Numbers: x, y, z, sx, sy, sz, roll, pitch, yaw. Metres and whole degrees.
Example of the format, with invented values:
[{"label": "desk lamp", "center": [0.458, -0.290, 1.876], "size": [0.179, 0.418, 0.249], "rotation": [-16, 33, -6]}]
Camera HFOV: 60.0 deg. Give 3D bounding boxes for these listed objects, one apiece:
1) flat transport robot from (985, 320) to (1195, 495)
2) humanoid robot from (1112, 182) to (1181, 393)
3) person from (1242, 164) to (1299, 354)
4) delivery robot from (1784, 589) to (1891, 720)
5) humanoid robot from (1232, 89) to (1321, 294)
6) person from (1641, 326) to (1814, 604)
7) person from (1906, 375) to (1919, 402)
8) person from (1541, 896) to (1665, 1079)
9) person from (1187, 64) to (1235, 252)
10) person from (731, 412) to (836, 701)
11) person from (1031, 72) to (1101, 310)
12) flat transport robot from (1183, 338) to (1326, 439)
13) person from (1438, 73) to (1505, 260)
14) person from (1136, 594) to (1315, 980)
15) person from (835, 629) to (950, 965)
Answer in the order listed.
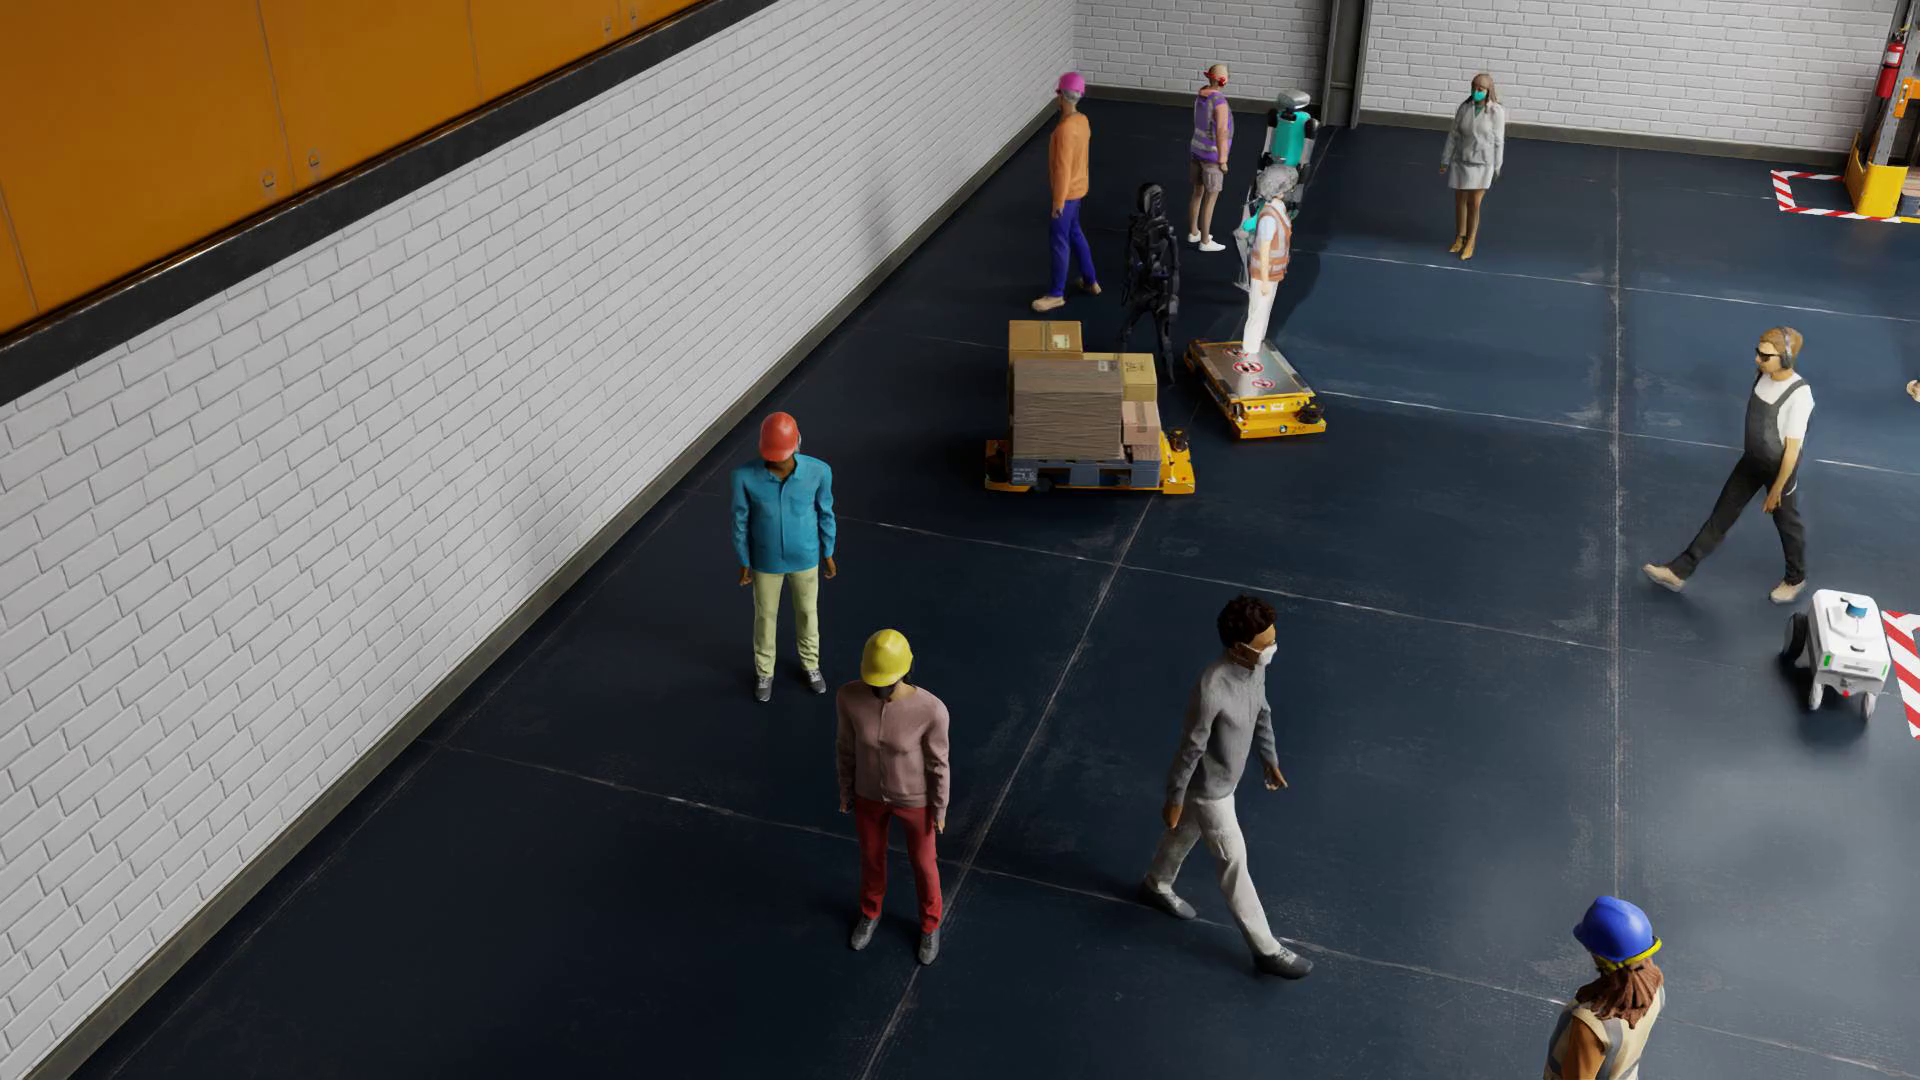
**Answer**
[{"label": "flat transport robot", "center": [0.892, -0.559, 11.576], "size": [1.431, 0.231, 0.659], "rotation": [1, 30, 2]}, {"label": "humanoid robot", "center": [1.399, -1.858, 12.418], "size": [0.597, 1.637, 0.608], "rotation": [-21, 37, -32]}, {"label": "person", "center": [2.359, -2.041, 12.693], "size": [0.300, 1.688, 0.453], "rotation": [11, 32, 17]}, {"label": "delivery robot", "center": [4.964, 0.599, 9.340], "size": [0.499, 0.610, 0.814], "rotation": [10, 32, 16]}, {"label": "humanoid robot", "center": [2.505, -2.860, 14.103], "size": [1.005, 1.778, 0.531], "rotation": [-21, 36, -32]}, {"label": "person", "center": [4.762, -0.421, 9.851], "size": [1.029, 1.784, 0.560], "rotation": [-6, 31, -9]}, {"label": "person", "center": [7.457, -1.872, 12.235], "size": [0.521, 1.866, 0.391], "rotation": [9, 32, 15]}, {"label": "person", "center": [2.172, 1.953, 5.818], "size": [0.461, 1.772, 0.318], "rotation": [-23, 37, -34]}, {"label": "person", "center": [2.267, -3.478, 15.144], "size": [0.348, 1.688, 0.489], "rotation": [-11, 32, -17]}, {"label": "person", "center": [-0.944, 0.088, 9.020], "size": [0.563, 1.741, 0.344], "rotation": [-5, 31, -8]}, {"label": "person", "center": [0.943, -2.914, 13.941], "size": [0.514, 1.941, 0.688], "rotation": [8, 31, 13]}, {"label": "flat transport robot", "center": [2.216, -1.178, 12.629], "size": [0.659, 0.231, 1.431], "rotation": [-5, 31, -9]}, {"label": "person", "center": [4.563, -3.343, 14.943], "size": [0.533, 1.643, 0.544], "rotation": [22, 37, 33]}, {"label": "person", "center": [1.209, 1.052, 7.275], "size": [0.977, 1.845, 0.566], "rotation": [19, 35, 29]}, {"label": "person", "center": [-0.295, 1.124, 7.248], "size": [0.520, 1.759, 0.347], "rotation": [9, 32, 15]}]
